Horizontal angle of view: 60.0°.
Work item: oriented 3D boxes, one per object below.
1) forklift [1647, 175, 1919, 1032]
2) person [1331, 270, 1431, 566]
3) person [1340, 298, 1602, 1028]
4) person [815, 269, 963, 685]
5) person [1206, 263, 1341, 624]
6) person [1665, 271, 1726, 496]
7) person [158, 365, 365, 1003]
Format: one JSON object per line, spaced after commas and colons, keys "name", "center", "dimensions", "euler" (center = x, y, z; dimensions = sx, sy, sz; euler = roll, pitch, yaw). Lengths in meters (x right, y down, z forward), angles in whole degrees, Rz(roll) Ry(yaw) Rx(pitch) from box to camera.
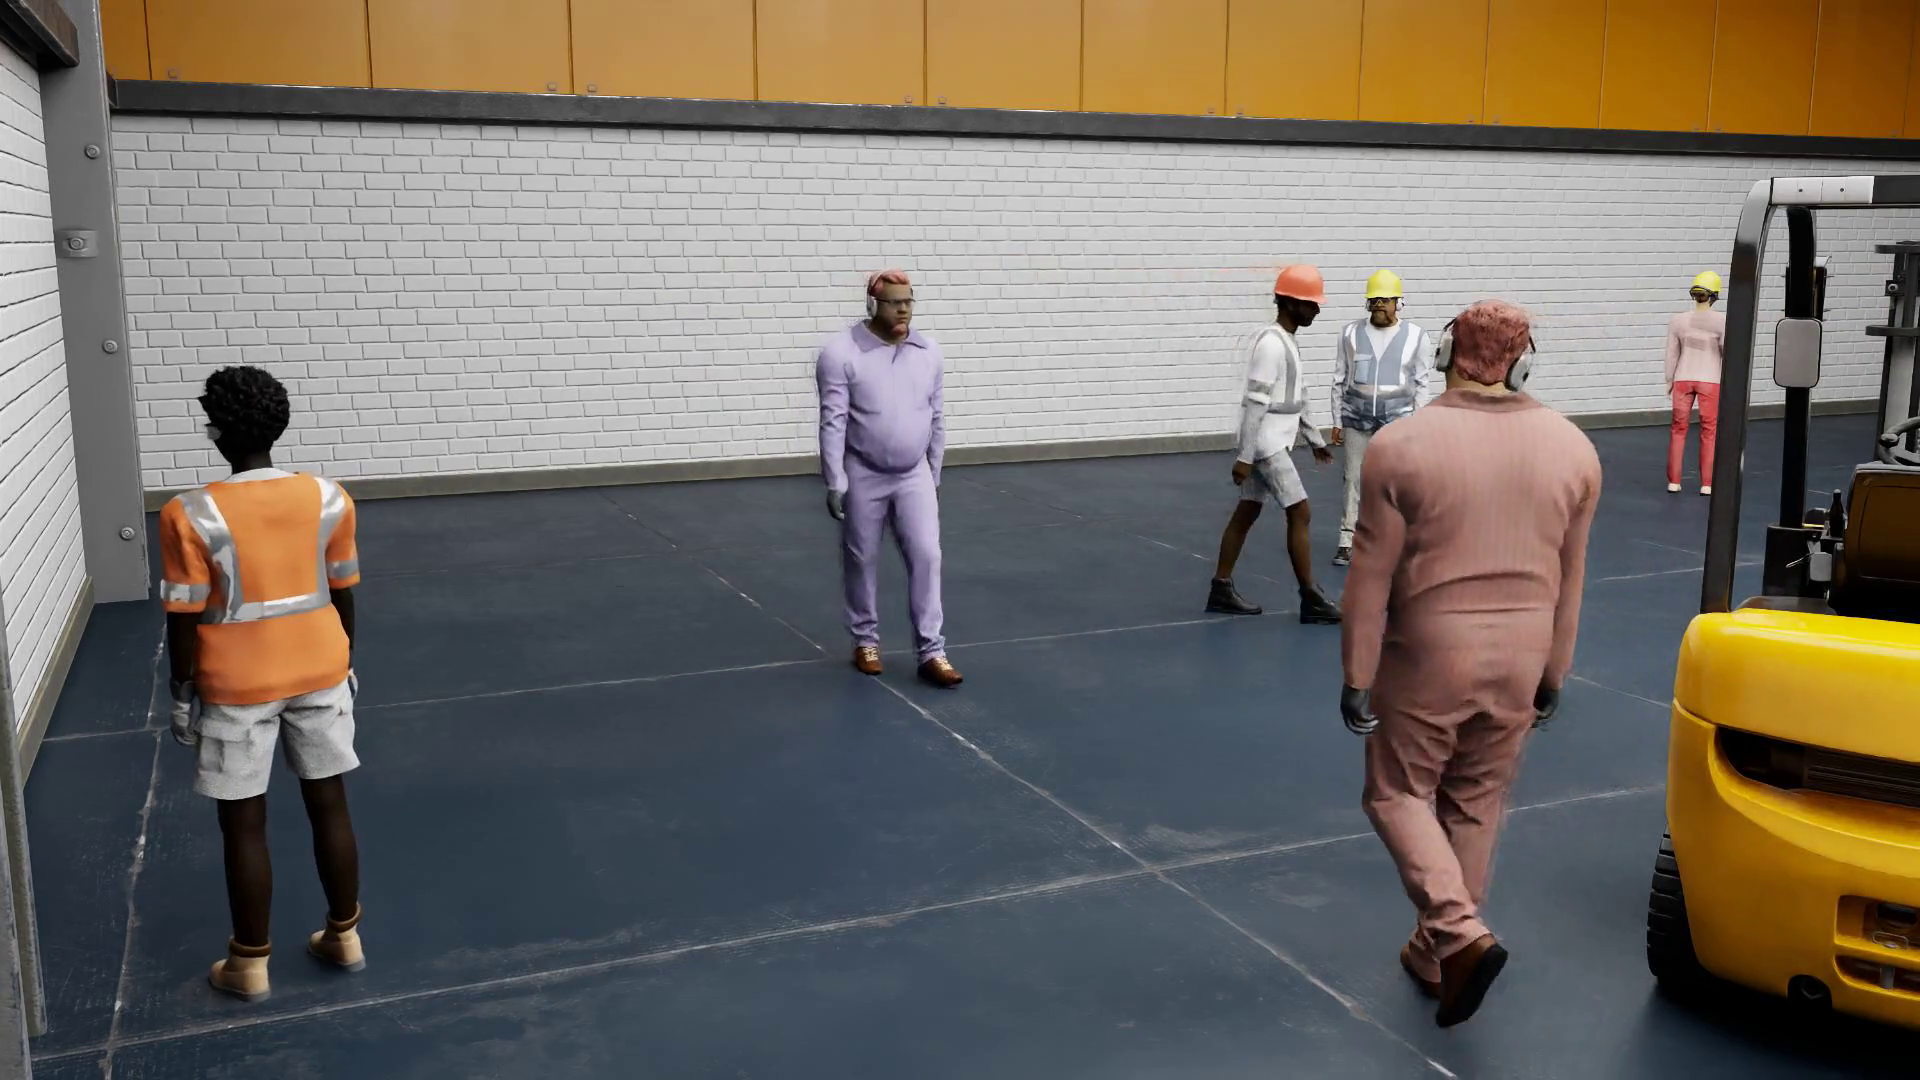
{"name": "forklift", "center": [2.810, 0.094, 4.662], "dimensions": [1.214, 2.155, 2.313], "euler": [7, 12, 34]}
{"name": "person", "center": [2.572, -0.739, 10.248], "dimensions": [0.586, 1.833, 0.403], "euler": [4, 11, 20]}
{"name": "person", "center": [1.307, 0.334, 4.237], "dimensions": [0.653, 1.878, 0.618], "euler": [-1, 10, -7]}
{"name": "person", "center": [-0.307, -0.268, 7.514], "dimensions": [0.664, 1.873, 0.844], "euler": [-4, 11, -23]}
{"name": "person", "center": [1.739, -0.497, 8.774], "dimensions": [0.930, 1.883, 0.553], "euler": [2, 11, 13]}
{"name": "person", "center": [5.839, -1.232, 13.145], "dimensions": [0.523, 1.769, 0.319], "euler": [9, 14, 41]}
{"name": "person", "center": [-1.843, 0.383, 4.451], "dimensions": [0.319, 1.694, 0.534], "euler": [9, 14, 42]}
